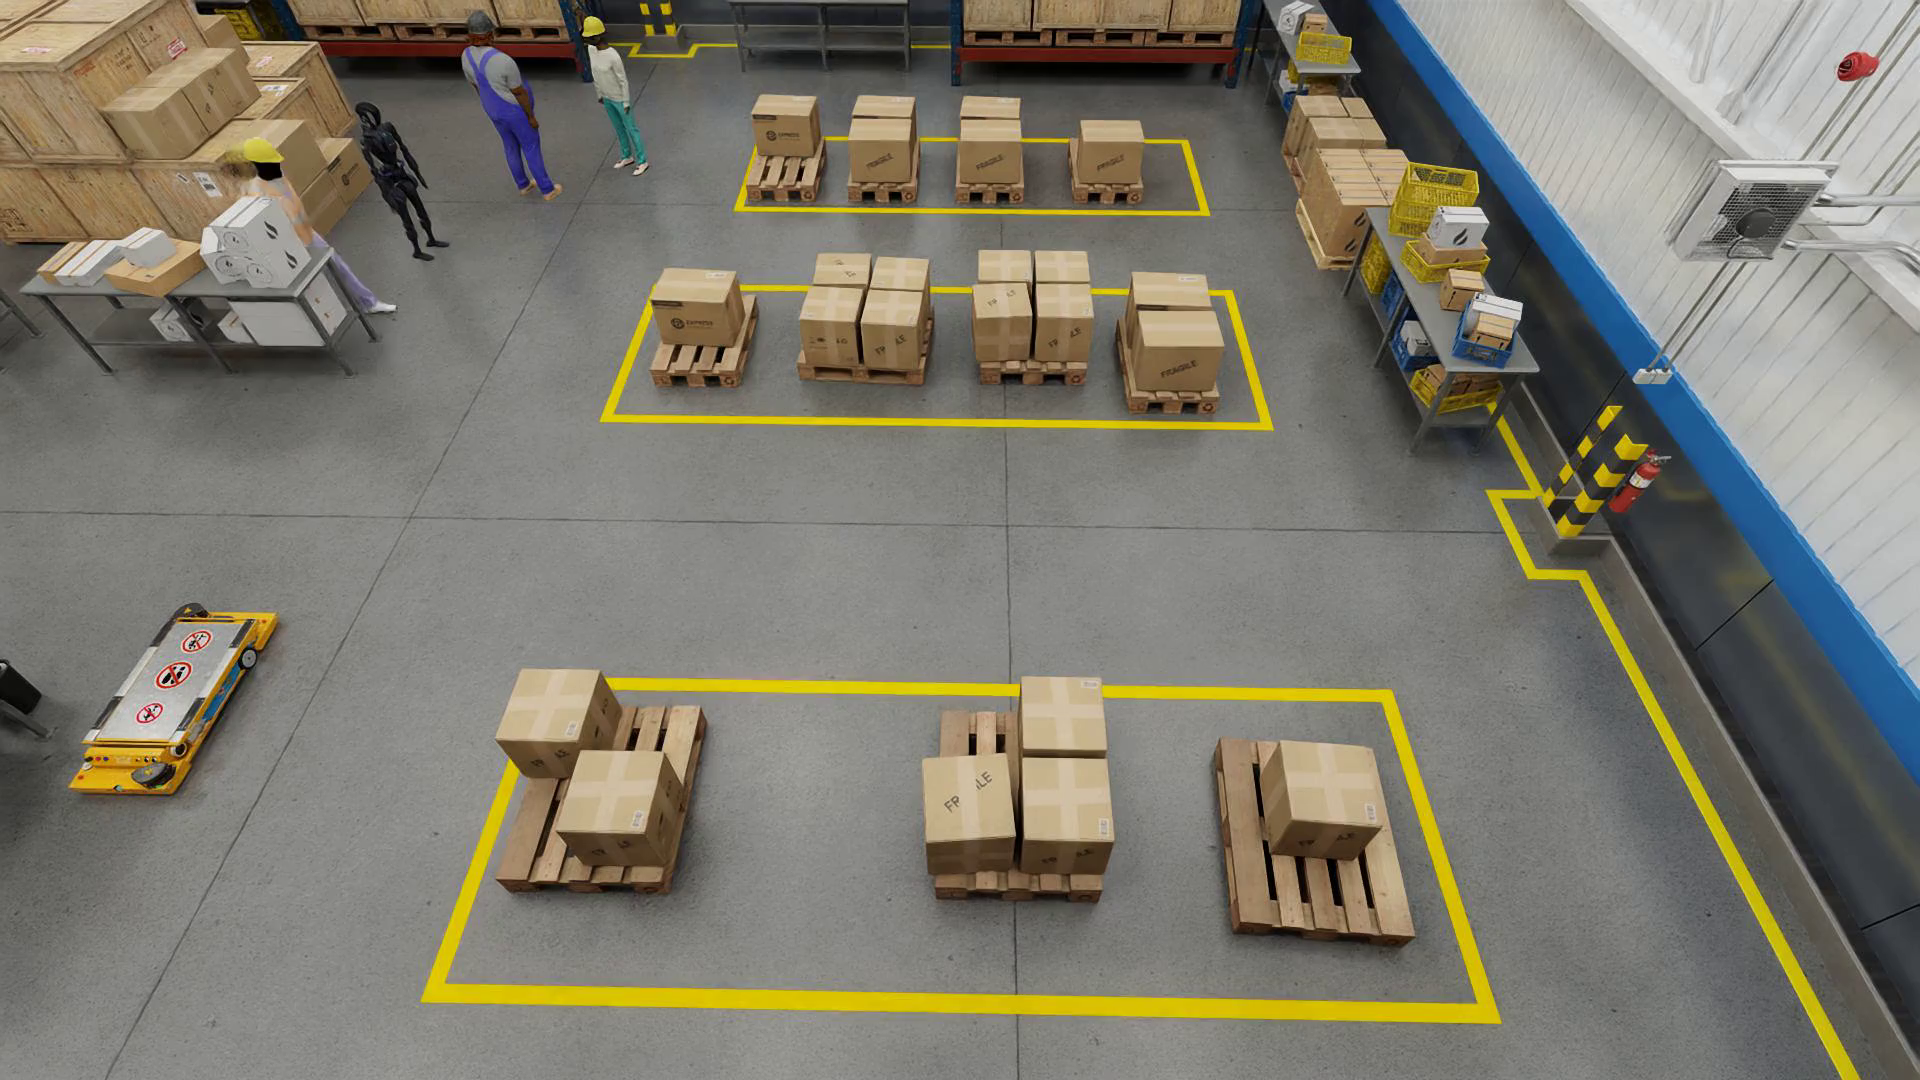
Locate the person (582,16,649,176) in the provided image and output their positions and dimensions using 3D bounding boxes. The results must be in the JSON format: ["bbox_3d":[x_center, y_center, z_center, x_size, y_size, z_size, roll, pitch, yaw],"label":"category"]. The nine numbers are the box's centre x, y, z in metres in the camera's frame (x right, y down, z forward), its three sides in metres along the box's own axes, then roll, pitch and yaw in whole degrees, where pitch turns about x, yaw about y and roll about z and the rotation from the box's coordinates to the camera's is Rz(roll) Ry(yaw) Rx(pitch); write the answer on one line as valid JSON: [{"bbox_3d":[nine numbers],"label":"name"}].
[{"bbox_3d":[-4.077,-5.208,10.792,0.524,1.768,0.307,26,55,21],"label":"person"}]

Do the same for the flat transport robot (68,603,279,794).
[{"bbox_3d":[-5.504,1.072,6.442,0.652,0.197,1.431,1,50,1],"label":"flat transport robot"}]

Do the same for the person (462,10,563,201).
[{"bbox_3d":[-5.049,-4.875,10.332,0.680,2.000,0.536,19,52,15],"label":"person"}]

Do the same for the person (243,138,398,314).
[{"bbox_3d":[-6.396,-2.918,8.793,1.035,1.865,0.589,2,50,1],"label":"person"}]

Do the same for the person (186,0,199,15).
[{"bbox_3d":[-10.323,-6.910,12.100,0.430,1.977,0.600,14,51,12],"label":"person"}]

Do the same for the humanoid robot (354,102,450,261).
[{"bbox_3d":[-5.883,-3.747,9.612,0.325,1.651,0.570,10,51,8],"label":"humanoid robot"}]
